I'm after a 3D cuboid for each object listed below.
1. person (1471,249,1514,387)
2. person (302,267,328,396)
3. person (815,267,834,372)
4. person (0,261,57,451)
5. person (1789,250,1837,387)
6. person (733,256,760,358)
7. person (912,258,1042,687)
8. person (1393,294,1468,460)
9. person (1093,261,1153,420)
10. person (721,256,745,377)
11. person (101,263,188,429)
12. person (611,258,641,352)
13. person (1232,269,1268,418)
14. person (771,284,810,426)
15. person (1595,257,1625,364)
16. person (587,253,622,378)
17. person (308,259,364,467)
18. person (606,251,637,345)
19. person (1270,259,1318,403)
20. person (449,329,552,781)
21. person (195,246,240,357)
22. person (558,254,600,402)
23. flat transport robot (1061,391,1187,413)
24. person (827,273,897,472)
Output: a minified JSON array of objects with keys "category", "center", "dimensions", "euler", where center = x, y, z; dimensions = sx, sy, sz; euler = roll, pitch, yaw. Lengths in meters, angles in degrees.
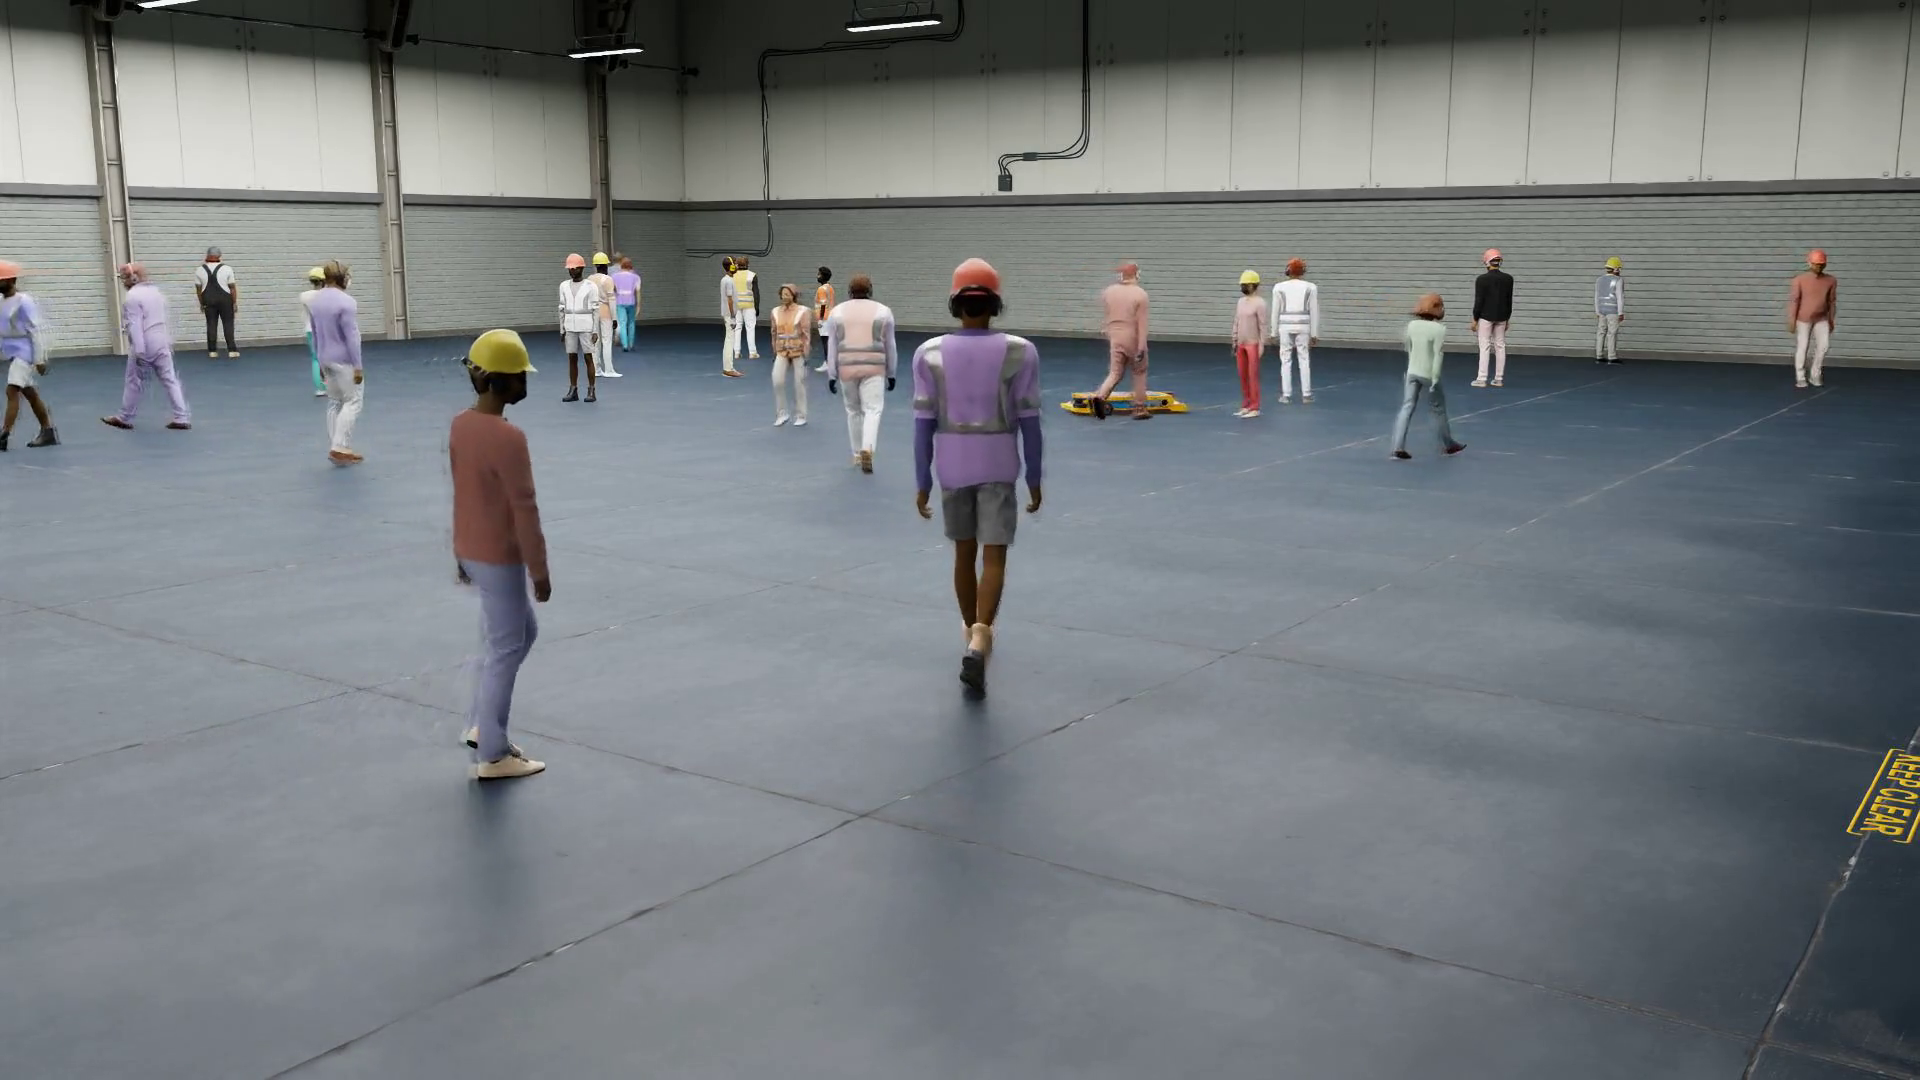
[{"category":"person","center":[7.721,-3.218,24.168],"dimensions":[0.608,1.987,0.388],"euler":[-3,10,-14]},{"category":"person","center":[-8.683,-2.832,22.678],"dimensions":[0.526,1.751,0.433],"euler":[2,10,10]},{"category":"person","center":[-2.195,-3.577,26.977],"dimensions":[0.315,1.699,0.540],"euler":[2,10,10]},{"category":"person","center":[-9.575,-1.839,16.701],"dimensions":[0.552,1.892,0.951],"euler":[6,12,32]},{"category":"person","center":[12.248,-3.160,23.864],"dimensions":[0.662,1.970,0.572],"euler":[1,10,6]},{"category":"person","center":[-3.911,-4.204,30.096],"dimensions":[0.626,1.844,0.429],"euler":[2,10,11]},{"category":"person","center":[0.073,-0.330,7.921],"dimensions":[0.612,2.013,0.980],"euler":[2,10,9]},{"category":"person","center":[4.527,-1.571,16.053],"dimensions":[0.859,1.587,0.507],"euler":[-7,12,-34]},{"category":"person","center":[1.927,-2.319,19.466],"dimensions":[0.636,1.871,0.786],"euler":[9,13,40]},{"category":"person","center":[-3.565,-3.485,25.970],"dimensions":[0.317,1.876,0.531],"euler":[-3,11,-16]},{"category":"person","center":[-9.122,-2.139,18.498],"dimensions":[0.993,1.842,0.697],"euler":[2,10,10]},{"category":"person","center":[-6.428,-4.524,32.057],"dimensions":[0.565,1.799,1.002],"euler":[-2,10,-13]},{"category":"person","center":[3.447,-2.345,19.903],"dimensions":[0.321,1.767,0.534],"euler":[-5,11,-28]},{"category":"person","center":[-1.924,-2.085,18.852],"dimensions":[0.524,1.622,0.523],"euler":[3,11,18]},{"category":"person","center":[11.207,-3.941,28.644],"dimensions":[0.403,1.835,0.588],"euler":[-5,11,-24]},{"category":"person","center":[-5.532,-3.475,25.765],"dimensions":[0.588,1.930,0.358],"euler":[7,12,35]},{"category":"person","center":[-5.814,-1.655,15.567],"dimensions":[0.649,1.938,0.428],"euler":[7,12,34]},{"category":"person","center":[-6.939,-4.914,33.885],"dimensions":[0.637,1.914,0.807],"euler":[2,10,11]},{"category":"person","center":[4.379,-2.705,21.664],"dimensions":[0.658,1.870,0.340],"euler":[1,10,4]},{"category":"person","center":[-1.760,0.067,6.426],"dimensions":[0.396,1.749,0.544],"euler":[-8,13,-38]},{"category":"person","center":[-13.565,-4.365,30.437],"dimensions":[0.688,2.000,0.536],"euler":[-1,10,-8]},{"category":"person","center":[-5.003,-2.772,21.802],"dimensions":[0.552,1.937,0.356],"euler":[2,10,11]},{"category":"flat transport robot","center":[2.015,-1.703,20.482],"dimensions":[1.431,0.197,0.652],"euler":[-2,10,-13]},{"category":"person","center":[-0.903,-1.537,15.266],"dimensions":[0.633,1.812,0.881],"euler":[1,10,4]}]
